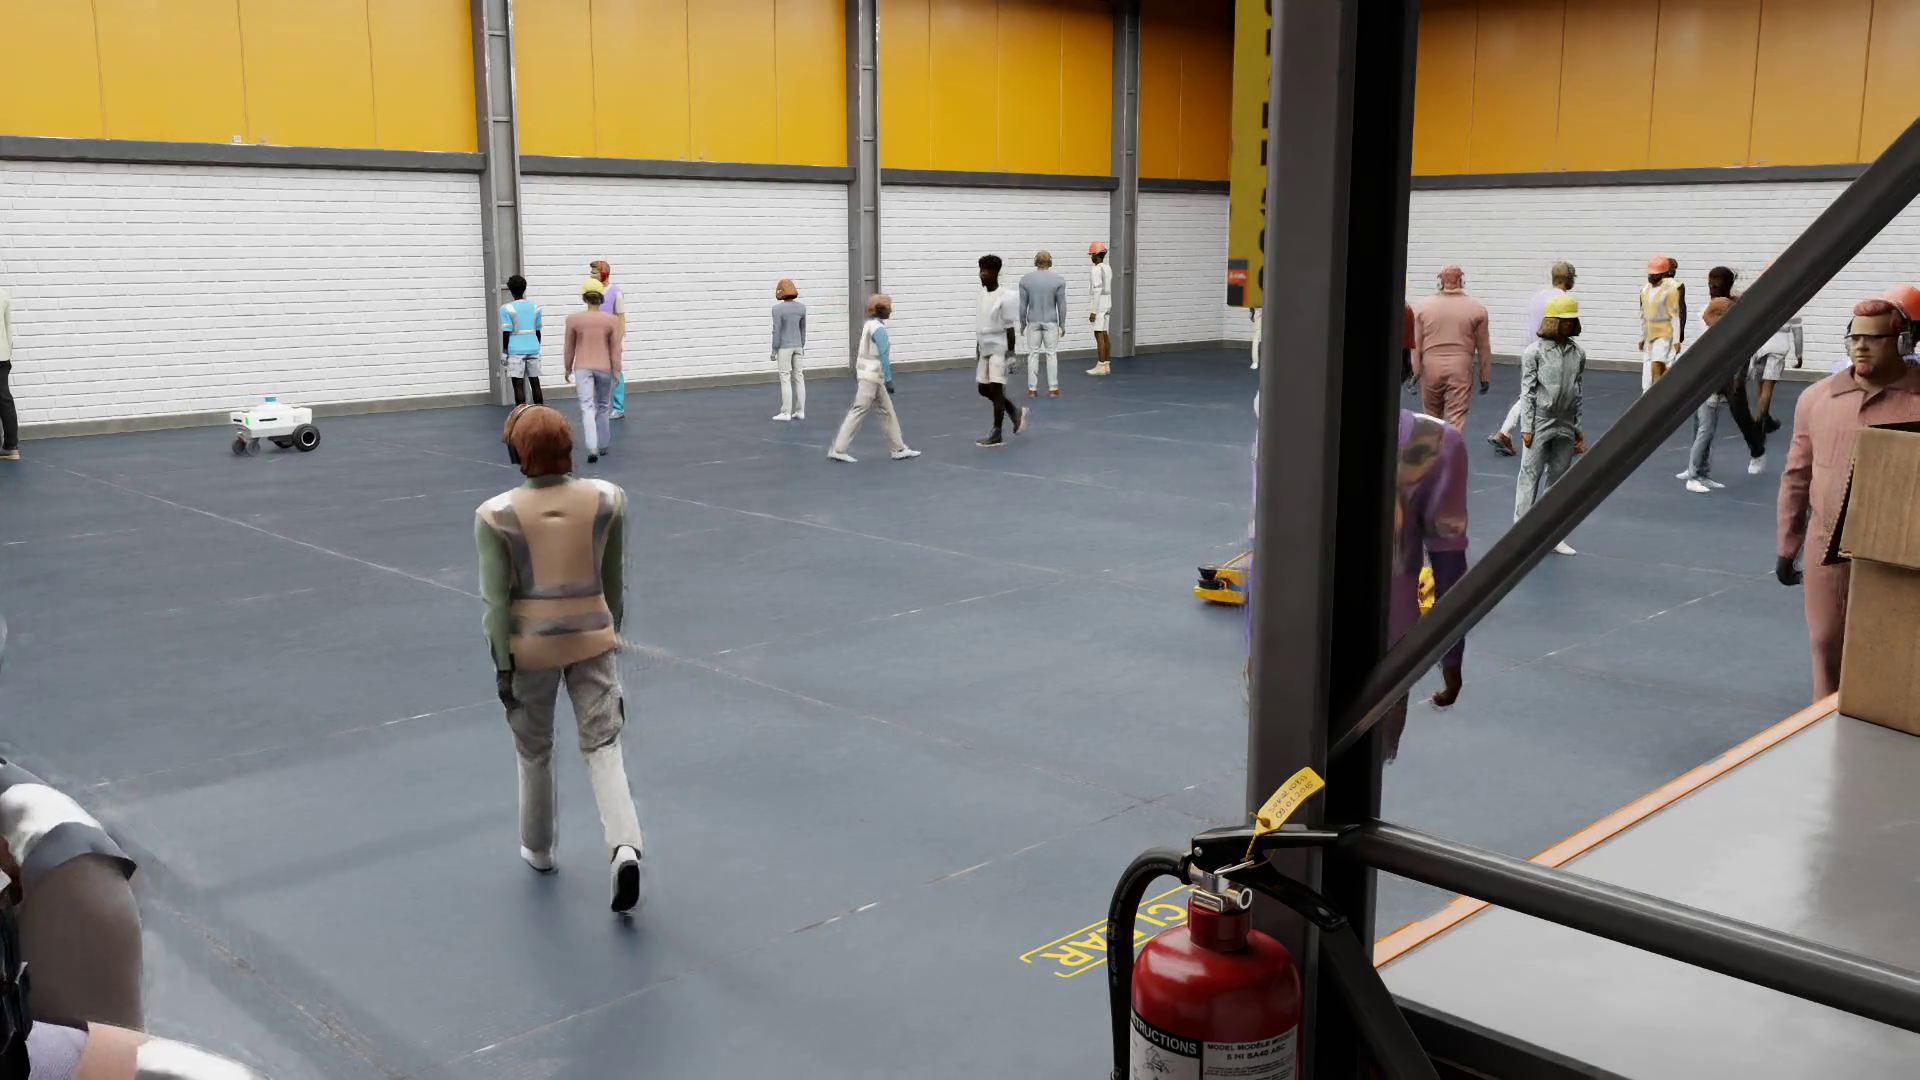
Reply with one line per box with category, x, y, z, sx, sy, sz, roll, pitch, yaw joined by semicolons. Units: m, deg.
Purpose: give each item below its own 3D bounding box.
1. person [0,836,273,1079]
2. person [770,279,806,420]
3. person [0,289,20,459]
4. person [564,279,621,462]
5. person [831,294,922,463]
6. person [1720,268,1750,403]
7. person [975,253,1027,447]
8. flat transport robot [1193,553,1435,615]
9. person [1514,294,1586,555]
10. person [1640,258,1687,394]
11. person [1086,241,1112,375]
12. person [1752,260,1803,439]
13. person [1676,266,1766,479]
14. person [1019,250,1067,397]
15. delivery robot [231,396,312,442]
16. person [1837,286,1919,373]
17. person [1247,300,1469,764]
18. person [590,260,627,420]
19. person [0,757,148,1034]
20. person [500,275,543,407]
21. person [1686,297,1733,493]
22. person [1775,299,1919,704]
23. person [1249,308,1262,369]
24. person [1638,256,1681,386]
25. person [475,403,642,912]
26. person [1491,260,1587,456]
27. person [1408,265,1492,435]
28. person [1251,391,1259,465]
person;-0.746;1.008;1.270;0.635;1.822;0.745;-3;11;-14
person;-1.984;-2.200;19.251;0.288;1.634;0.499;9;14;41
person;-9.175;-1.720;15.645;0.375;1.995;0.611;3;11;14
person;-3.483;-1.616;15.823;0.528;1.725;0.897;-3;11;-16
person;-0.823;-1.512;15.623;0.865;1.581;0.516;-2;11;-10
person;9.859;-2.605;21.230;0.694;1.726;0.303;-6;12;-28
person;0.434;-1.934;16.935;0.646;1.951;0.619;-7;12;-33
flat transport robot;2.136;0.249;9.613;1.431;0.197;0.652;5;12;26
person;3.941;-0.752;11.056;0.486;1.744;0.294;-4;11;-20
person;9.072;-2.705;21.443;0.429;1.844;0.626;-7;13;-34
person;2.114;-3.544;25.472;0.393;2.039;0.611;5;11;24
person;8.608;-2.024;17.622;1.014;1.880;0.571;-10;14;-44
person;6.811;-1.479;14.686;0.978;1.874;0.627;-5;12;-27
person;1.092;-2.847;21.951;0.635;1.936;0.355;2;11;10
delivery robot;-6.766;-1.175;16.350;0.477;0.478;0.707;9;14;40
person;4.590;-0.306;8.253;0.565;1.878;1.001;7;13;34
person;1.120;0.270;4.809;0.621;2.006;1.011;5;12;27
person;-4.094;-2.320;19.338;0.564;1.841;0.392;8;13;38
person;-1.277;0.853;2.186;0.575;1.788;0.866;5;11;23
person;-4.833;-2.068;18.348;0.320;1.698;0.537;9;13;39
person;6.282;-1.206;13.882;0.303;1.618;0.548;6;12;30
person;3.459;0.030;6.383;0.418;1.892;0.667;-9;13;-39
person;4.885;-3.662;26.604;0.511;1.863;0.331;3;11;17
person;8.337;-2.425;19.839;0.713;1.892;0.617;-3;11;-14
person;-1.267;0.368;5.324;0.496;1.606;0.791;-5;12;-27
person;5.632;-1.728;15.980;0.975;1.908;0.642;-4;11;-19
person;4.287;-1.453;14.543;0.684;1.860;0.915;4;11;20
person;2.876;-1.558;15.142;0.561;1.854;0.648;-1;10;-4
